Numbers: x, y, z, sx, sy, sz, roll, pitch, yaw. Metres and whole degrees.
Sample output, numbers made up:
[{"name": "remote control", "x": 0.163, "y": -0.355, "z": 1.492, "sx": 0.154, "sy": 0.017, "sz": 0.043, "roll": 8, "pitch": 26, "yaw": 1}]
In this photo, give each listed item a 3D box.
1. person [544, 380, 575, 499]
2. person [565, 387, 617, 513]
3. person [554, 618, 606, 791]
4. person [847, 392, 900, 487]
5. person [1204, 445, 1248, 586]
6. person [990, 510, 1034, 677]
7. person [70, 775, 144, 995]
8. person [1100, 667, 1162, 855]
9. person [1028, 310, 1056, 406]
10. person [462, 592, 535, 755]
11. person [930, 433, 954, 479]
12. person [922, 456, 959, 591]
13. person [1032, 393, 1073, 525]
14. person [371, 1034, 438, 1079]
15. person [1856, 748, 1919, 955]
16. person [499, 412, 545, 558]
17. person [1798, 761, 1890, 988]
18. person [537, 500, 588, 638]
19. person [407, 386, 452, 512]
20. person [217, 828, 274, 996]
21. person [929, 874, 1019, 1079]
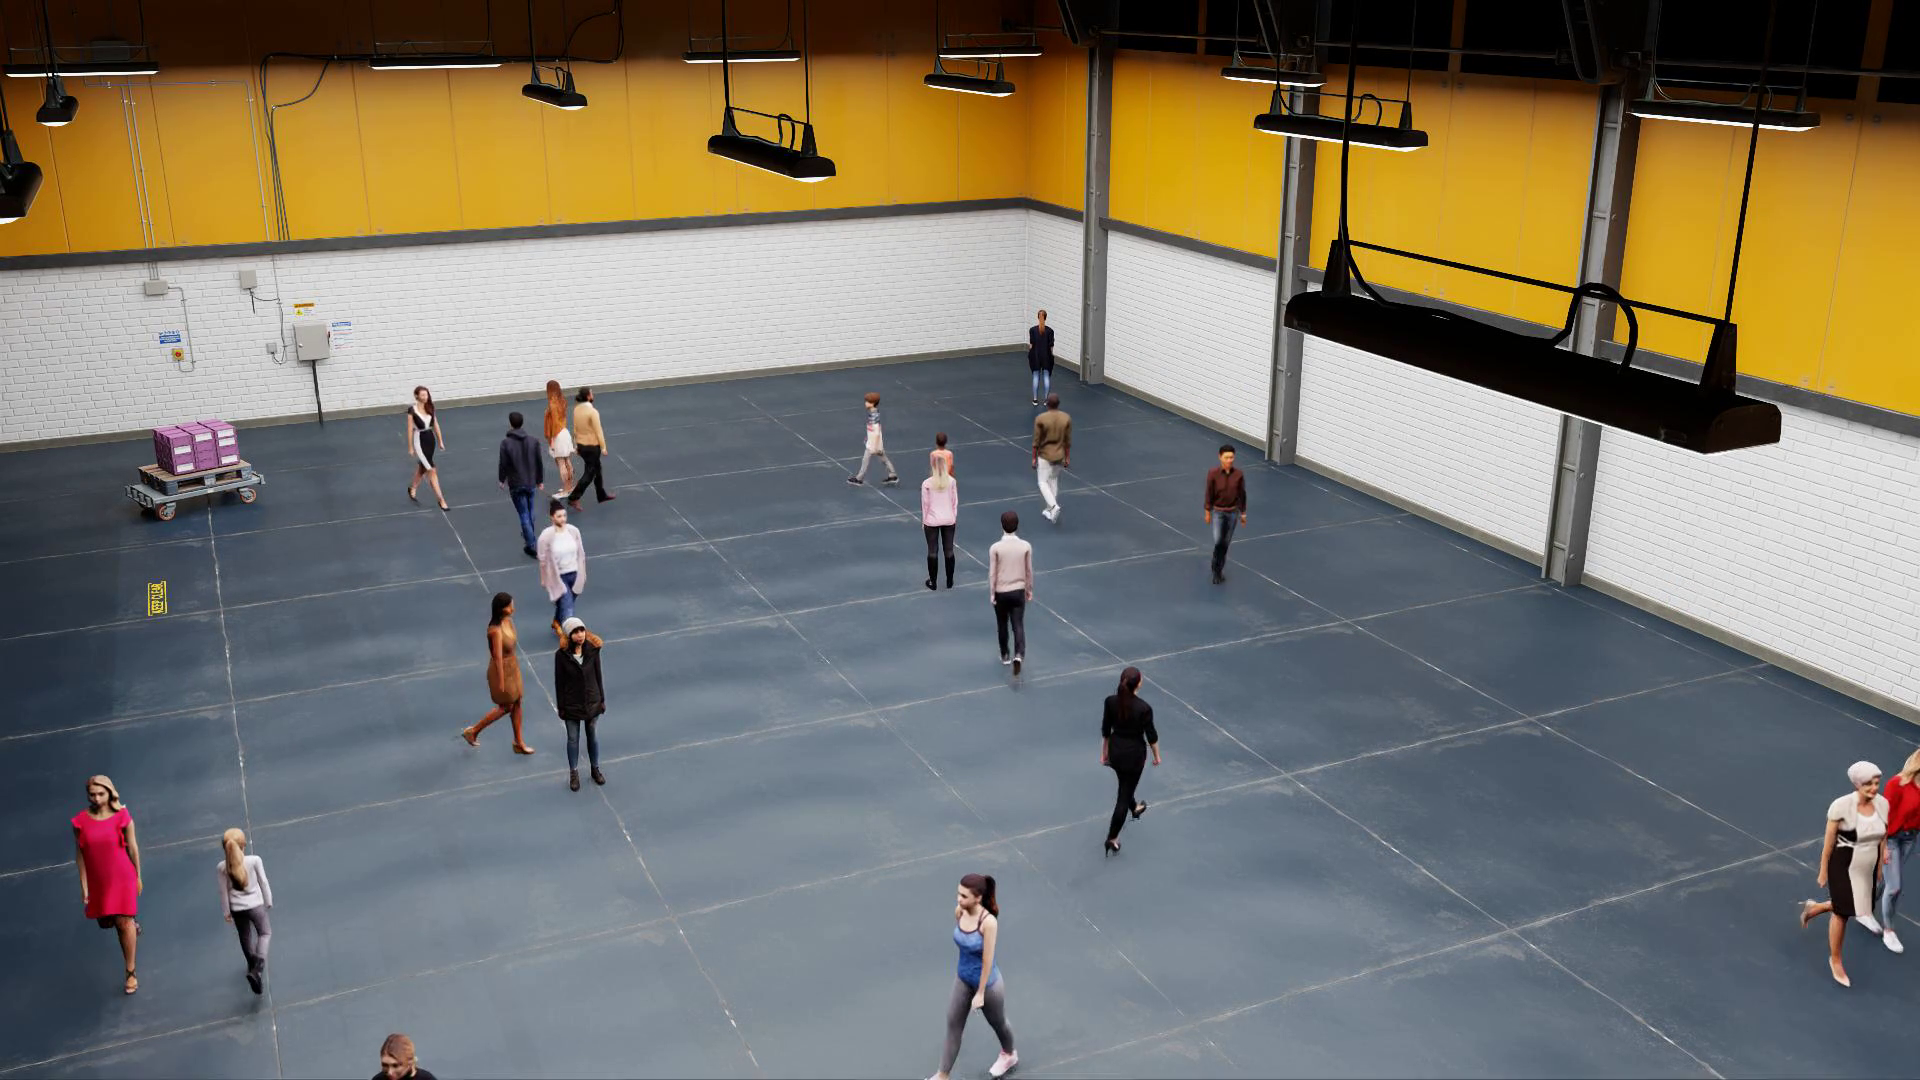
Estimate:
[{"name": "person", "x": -5.763, "y": -1.463, "z": 23.964, "sx": 0.783, "sy": 1.720, "sz": 0.684, "roll": 3, "pitch": 19, "yaw": 8}, {"name": "person", "x": -5.259, "y": -1.256, "z": 23.333, "sx": 1.174, "sy": 1.732, "sz": 0.984, "roll": 18, "pitch": 25, "yaw": 42}, {"name": "person", "x": -3.501, "y": 1.488, "z": 15.346, "sx": 0.623, "sy": 1.628, "sz": 0.609, "roll": -9, "pitch": 21, "yaw": -25}, {"name": "person", "x": -1.182, "y": -1.462, "z": 24.460, "sx": 0.886, "sy": 1.402, "sz": 0.986, "roll": 1, "pitch": 19, "yaw": 3}, {"name": "person", "x": 3.254, "y": -0.346, "z": 20.591, "sx": 0.759, "sy": 1.756, "sz": 0.794, "roll": -2, "pitch": 19, "yaw": -6}, {"name": "person", "x": 0.543, "y": 0.591, "z": 17.763, "sx": 0.860, "sy": 1.785, "sz": 1.191, "roll": -3, "pitch": 19, "yaw": -8}, {"name": "person", "x": -6.252, "y": 2.477, "z": 12.289, "sx": 0.713, "sy": 1.705, "sz": 0.951, "roll": -4, "pitch": 19, "yaw": -11}, {"name": "person", "x": 1.373, "y": 1.908, "z": 14.118, "sx": 1.094, "sy": 1.617, "sz": 1.013, "roll": 13, "pitch": 22, "yaw": 33}, {"name": "person", "x": 1.425, "y": -3.208, "z": 29.206, "sx": 0.723, "sy": 1.683, "sz": 0.743, "roll": 3, "pitch": 19, "yaw": 8}, {"name": "person", "x": -4.422, "y": 1.293, "z": 15.856, "sx": 0.872, "sy": 1.673, "sz": 0.900, "roll": 2, "pitch": 19, "yaw": 7}, {"name": "person", "x": -0.250, "y": -0.820, "z": 22.701, "sx": 0.575, "sy": 1.307, "sz": 0.597, "roll": -2, "pitch": 19, "yaw": -5}, {"name": "person", "x": -0.246, "y": -0.221, "z": 20.327, "sx": 0.640, "sy": 1.689, "sz": 0.604, "roll": -4, "pitch": 19, "yaw": -12}, {"name": "person", "x": 1.263, "y": -1.092, "z": 22.739, "sx": 0.777, "sy": 1.800, "sz": 0.963, "roll": -6, "pitch": 20, "yaw": -17}, {"name": "person", "x": -3.014, "y": 3.472, "z": 9.319, "sx": 0.924, "sy": 1.714, "sz": 1.202, "roll": 0, "pitch": 19, "yaw": 0}, {"name": "person", "x": 7.194, "y": 2.295, "z": 12.875, "sx": 0.775, "sy": 1.676, "sz": 0.902, "roll": -2, "pitch": 19, "yaw": -5}, {"name": "person", "x": -5.613, "y": -0.690, "z": 21.453, "sx": 0.777, "sy": 1.859, "sz": 1.030, "roll": -13, "pitch": 22, "yaw": -33}, {"name": "person", "x": 6.591, "y": 2.421, "z": 12.410, "sx": 0.771, "sy": 1.734, "sz": 1.018, "roll": -3, "pitch": 19, "yaw": -9}, {"name": "person", "x": -4.457, "y": 0.382, "z": 18.511, "sx": 0.915, "sy": 1.704, "sz": 1.209, "roll": -17, "pitch": 25, "yaw": -40}, {"name": "person", "x": -7.586, "y": -1.281, "z": 23.383, "sx": 1.242, "sy": 1.747, "sz": 1.022, "roll": 12, "pitch": 22, "yaw": 32}, {"name": "person", "x": -5.249, "y": 2.728, "z": 12.235, "sx": 0.616, "sy": 1.264, "sz": 0.845, "roll": -4, "pitch": 19, "yaw": -11}, {"name": "person", "x": 0.183, "y": 2.945, "z": 11.116, "sx": 0.839, "sy": 1.567, "sz": 1.044, "roll": -16, "pitch": 24, "yaw": -39}]
